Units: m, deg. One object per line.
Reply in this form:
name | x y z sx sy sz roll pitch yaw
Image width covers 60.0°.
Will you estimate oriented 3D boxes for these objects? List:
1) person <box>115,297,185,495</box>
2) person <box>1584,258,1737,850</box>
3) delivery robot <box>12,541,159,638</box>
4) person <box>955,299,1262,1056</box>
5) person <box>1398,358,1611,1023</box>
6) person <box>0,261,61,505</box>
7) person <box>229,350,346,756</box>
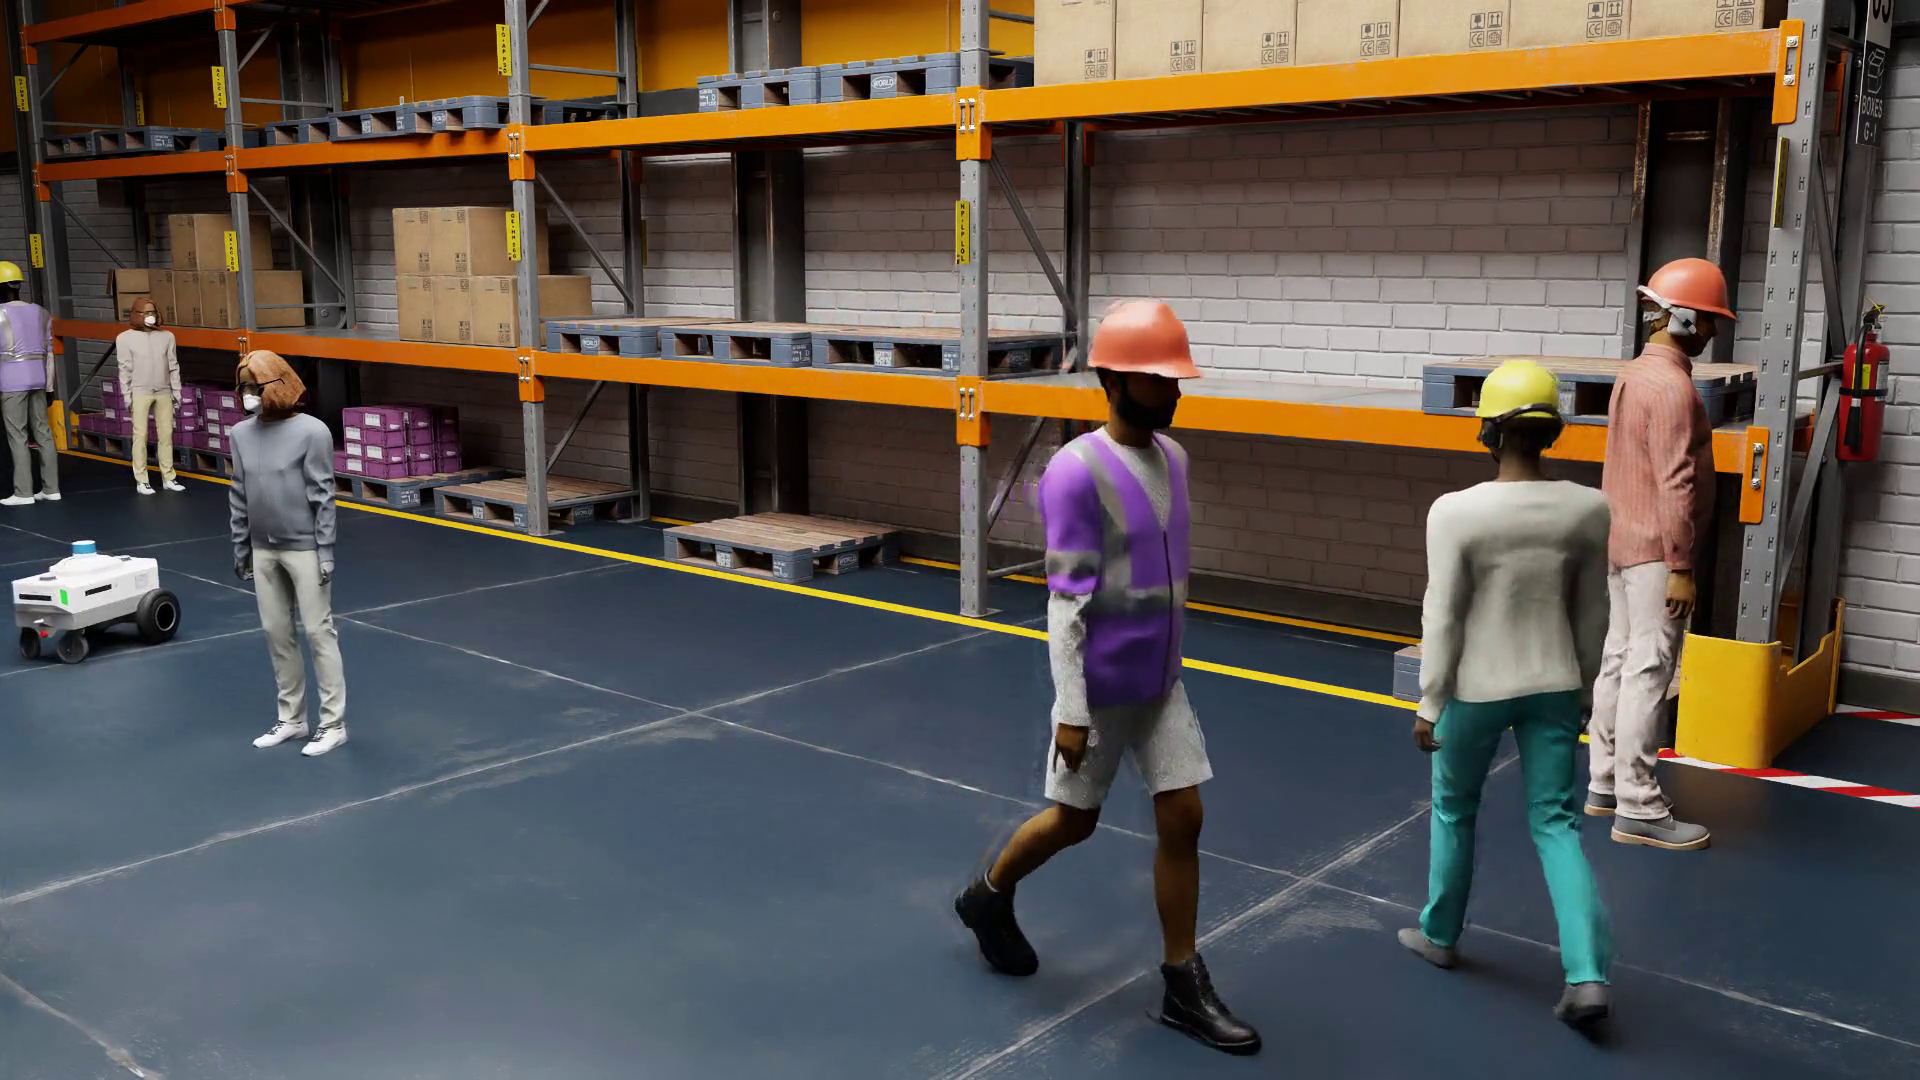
person | -6.683 -1.190 13.741 0.280 1.624 0.498 8 13 38
person | 2.390 0.042 5.688 0.391 1.988 0.611 1 10 5
delivery robot | -4.371 0.247 8.334 0.477 0.478 0.707 2 10 13
person | 0.368 0.325 4.338 0.915 1.905 0.556 9 14 43
person | 1.474 0.397 4.418 0.540 1.764 0.667 -2 10 -9
person | -7.440 -1.231 13.153 0.401 1.919 0.588 4 11 21
person | -2.717 0.050 6.684 0.505 1.622 0.297 4 11 19
